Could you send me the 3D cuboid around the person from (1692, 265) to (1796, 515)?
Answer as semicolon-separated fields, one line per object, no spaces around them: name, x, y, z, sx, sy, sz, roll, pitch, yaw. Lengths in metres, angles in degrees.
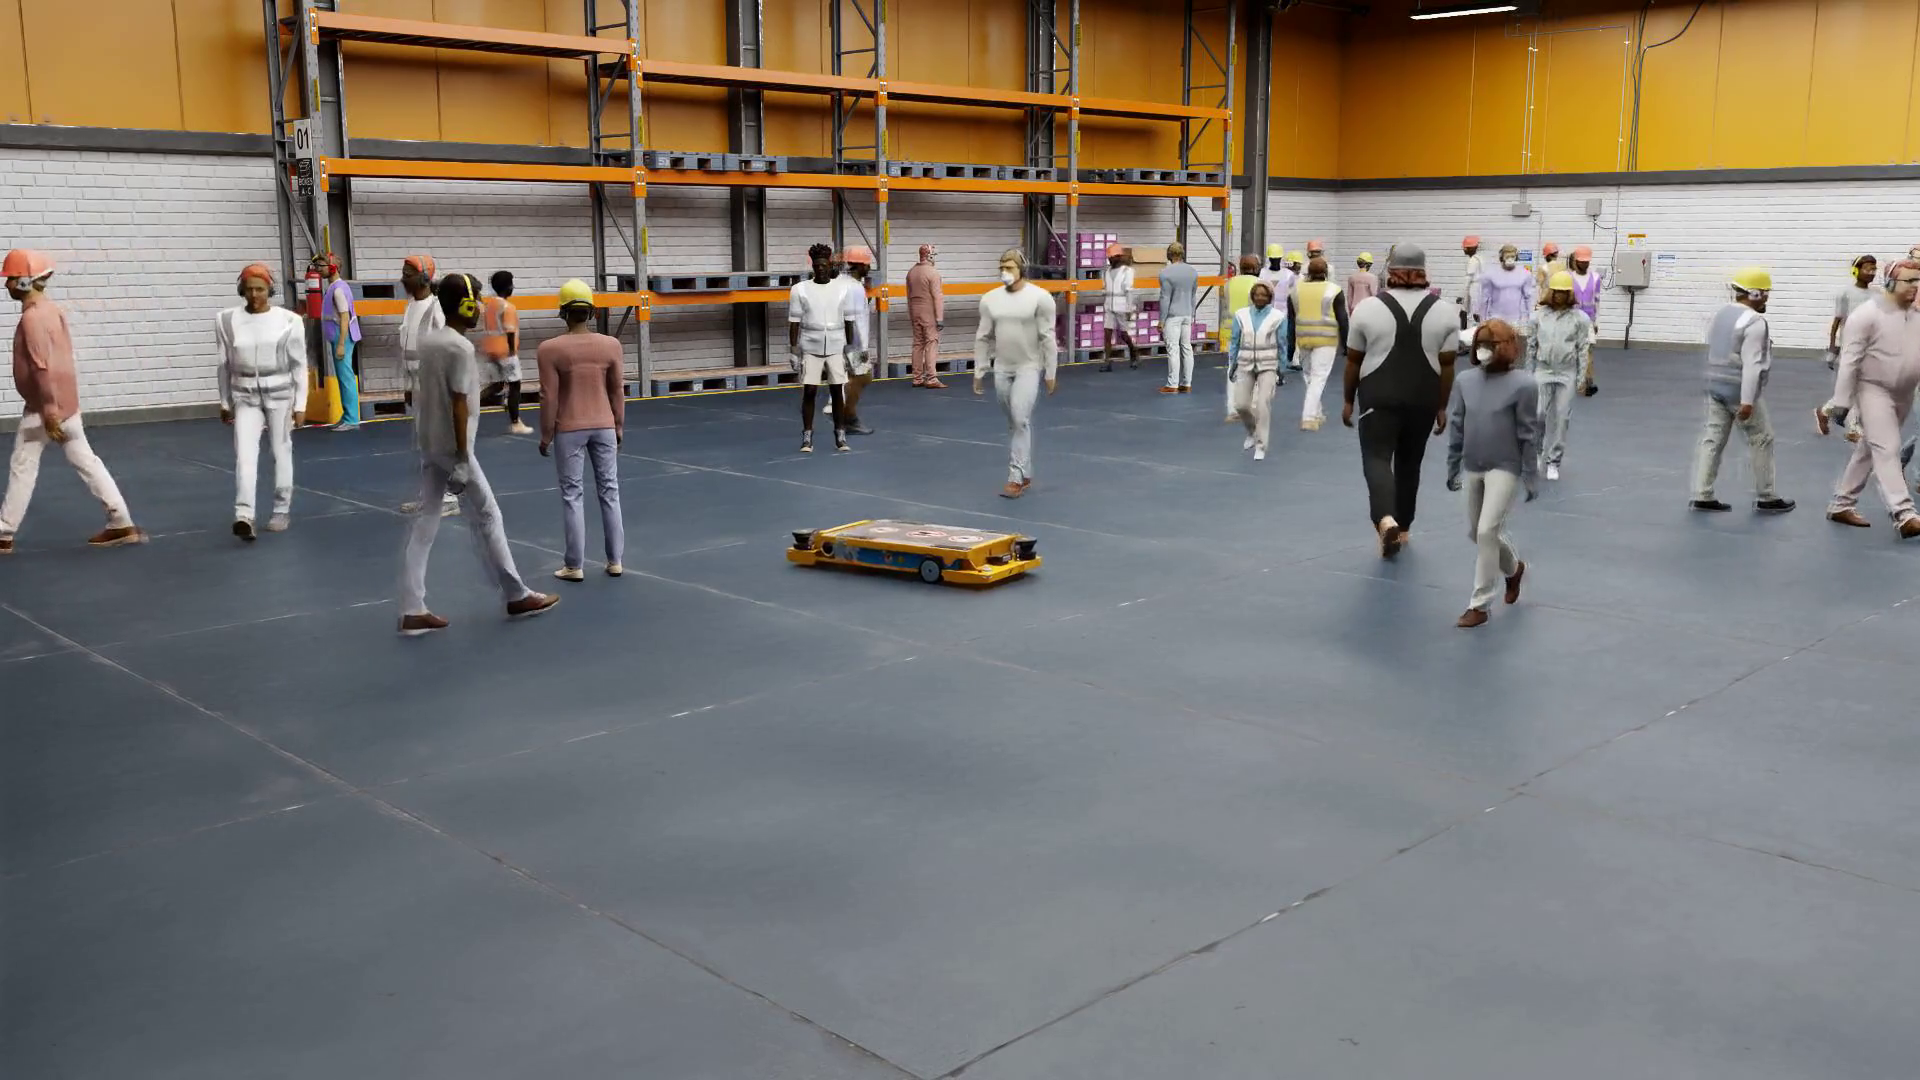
person;5.760;-1.079;12.086;0.790;1.803;0.597;-2;11;-8

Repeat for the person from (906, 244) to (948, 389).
person;-0.423;-2.959;22.046;0.409;1.907;0.651;-9;13;-39

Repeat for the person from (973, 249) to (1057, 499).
person;0.383;-1.281;12.897;0.657;1.902;0.868;6;12;30

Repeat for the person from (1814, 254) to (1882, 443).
person;8.803;-1.900;16.453;0.535;1.850;0.817;-3;11;-14

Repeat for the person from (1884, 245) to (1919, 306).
person;11.758;-2.690;20.597;0.636;1.902;0.405;-1;10;-6

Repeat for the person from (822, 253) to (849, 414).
person;-1.509;-2.334;18.873;0.652;1.818;0.703;7;13;35

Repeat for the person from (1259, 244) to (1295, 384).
person;4.252;-3.050;22.566;0.594;1.893;0.839;1;10;6

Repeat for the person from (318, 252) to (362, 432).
person;-6.389;-2.037;17.180;0.394;1.846;0.564;-5;11;-24

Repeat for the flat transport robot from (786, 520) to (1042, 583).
flat transport robot;-0.286;0.052;10.089;1.431;0.197;0.652;6;12;30

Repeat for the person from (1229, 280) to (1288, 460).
person;2.713;-1.546;15.099;0.536;1.621;0.419;5;11;24

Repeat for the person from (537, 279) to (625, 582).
person;-2.219;-0.637;9.765;0.523;1.769;0.315;-7;12;-32

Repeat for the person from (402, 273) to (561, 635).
person;-2.550;-0.454;8.604;0.541;1.818;0.936;9;14;41

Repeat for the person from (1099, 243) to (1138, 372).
person;2.370;-3.457;24.758;0.553;1.913;0.786;7;12;32

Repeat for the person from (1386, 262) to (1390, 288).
person;7.878;-4.380;29.919;0.494;1.857;0.552;-5;11;-25

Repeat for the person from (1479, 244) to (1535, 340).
person;6.923;-2.763;20.996;0.647;1.891;0.962;0;10;1

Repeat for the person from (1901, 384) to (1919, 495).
person;7.585;-1.168;13.101;0.501;1.604;0.747;-1;10;-6

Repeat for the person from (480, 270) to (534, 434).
person;-4.691;-1.882;16.790;0.643;1.676;0.539;-10;14;-42

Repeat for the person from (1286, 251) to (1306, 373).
person;4.807;-3.353;24.529;0.628;1.787;0.638;-5;12;-27

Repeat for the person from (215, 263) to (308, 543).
person;-4.643;-0.907;11.064;0.591;1.826;1.005;-2;11;-13

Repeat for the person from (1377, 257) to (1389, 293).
person;7.989;-4.447;30.893;0.514;1.639;0.310;8;13;37

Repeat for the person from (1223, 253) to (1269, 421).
person;3.167;-2.205;18.175;0.637;1.823;0.588;10;14;44

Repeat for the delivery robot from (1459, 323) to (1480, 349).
delivery robot;8.658;-3.397;27.868;0.707;0.478;0.477;6;12;30

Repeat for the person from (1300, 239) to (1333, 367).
person;5.340;-3.560;25.143;0.615;1.973;0.813;-2;11;-9

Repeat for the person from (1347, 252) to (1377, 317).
person;6.152;-3.502;25.400;0.320;1.766;0.523;-9;14;-40

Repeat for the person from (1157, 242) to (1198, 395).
person;2.756;-2.818;21.195;0.629;1.937;0.378;-8;13;-37

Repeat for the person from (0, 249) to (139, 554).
person;-5.846;-0.877;10.626;1.049;1.941;0.633;-2;11;-12

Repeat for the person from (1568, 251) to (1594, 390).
person;8.043;-2.860;21.718;0.534;1.827;0.422;-6;12;-31

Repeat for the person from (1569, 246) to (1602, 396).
person;7.841;-2.767;21.067;0.589;1.879;0.983;1;10;3

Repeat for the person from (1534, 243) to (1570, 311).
person;9.934;-4.017;27.929;0.597;1.893;0.743;0;10;0

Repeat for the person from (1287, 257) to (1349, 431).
person;3.751;-2.053;17.421;0.617;1.794;0.918;9;13;39

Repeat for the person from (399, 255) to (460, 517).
person;-3.841;-1.104;12.000;0.359;1.882;0.573;-9;14;-42

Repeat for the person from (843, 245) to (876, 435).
person;-1.024;-2.009;16.812;0.396;1.923;0.583;-3;11;-14

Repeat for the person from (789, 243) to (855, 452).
person;-1.287;-1.787;15.552;0.619;1.953;0.396;-2;11;-13

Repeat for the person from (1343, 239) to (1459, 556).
person;2.800;-0.928;10.607;0.687;2.000;0.918;1;10;4

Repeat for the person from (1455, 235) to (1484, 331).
person;8.852;-4.296;29.049;0.840;2.007;0.604;4;11;20

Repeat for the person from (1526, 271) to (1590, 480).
person;4.959;-1.364;13.832;0.489;1.730;0.396;4;11;19

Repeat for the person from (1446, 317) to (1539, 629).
person;2.830;-0.369;8.748;0.714;1.611;0.508;-8;13;-36

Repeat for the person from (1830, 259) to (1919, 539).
person;6.338;-0.956;11.254;0.674;1.851;0.979;-4;11;-20
